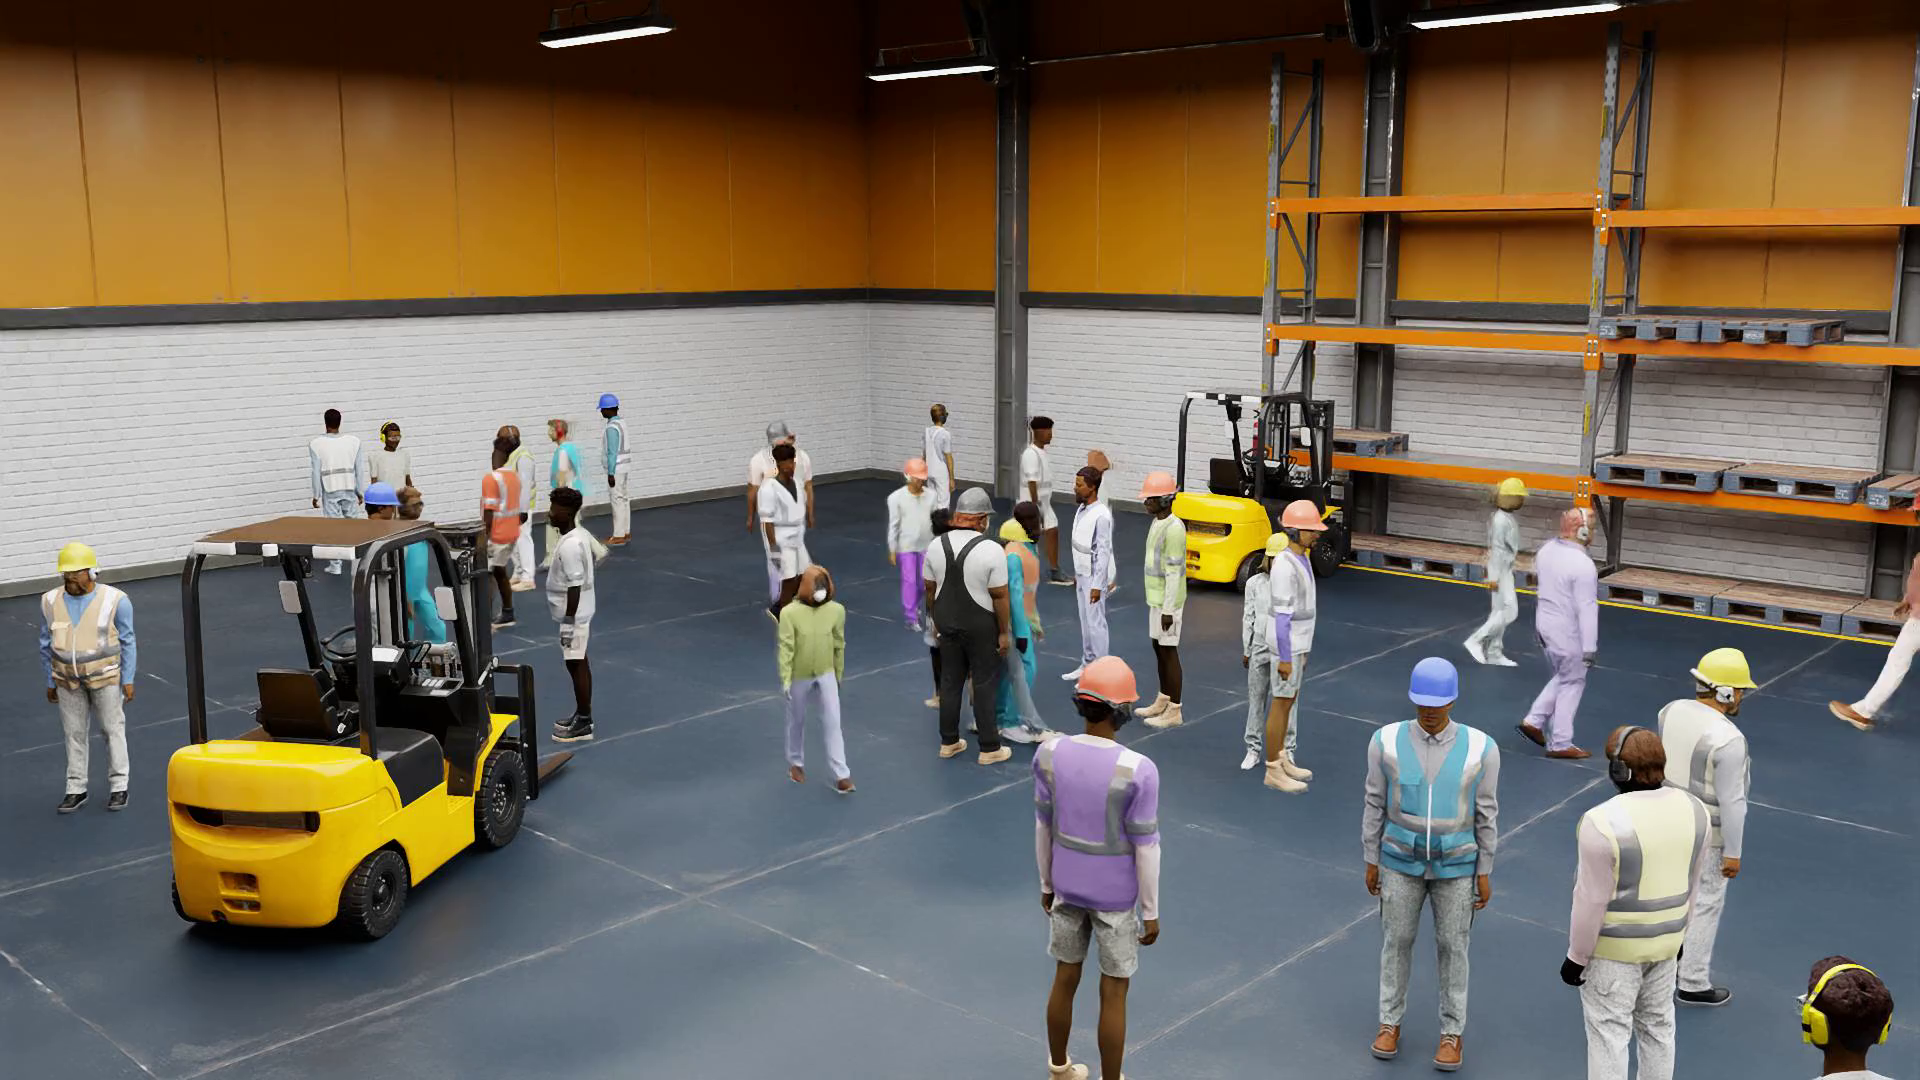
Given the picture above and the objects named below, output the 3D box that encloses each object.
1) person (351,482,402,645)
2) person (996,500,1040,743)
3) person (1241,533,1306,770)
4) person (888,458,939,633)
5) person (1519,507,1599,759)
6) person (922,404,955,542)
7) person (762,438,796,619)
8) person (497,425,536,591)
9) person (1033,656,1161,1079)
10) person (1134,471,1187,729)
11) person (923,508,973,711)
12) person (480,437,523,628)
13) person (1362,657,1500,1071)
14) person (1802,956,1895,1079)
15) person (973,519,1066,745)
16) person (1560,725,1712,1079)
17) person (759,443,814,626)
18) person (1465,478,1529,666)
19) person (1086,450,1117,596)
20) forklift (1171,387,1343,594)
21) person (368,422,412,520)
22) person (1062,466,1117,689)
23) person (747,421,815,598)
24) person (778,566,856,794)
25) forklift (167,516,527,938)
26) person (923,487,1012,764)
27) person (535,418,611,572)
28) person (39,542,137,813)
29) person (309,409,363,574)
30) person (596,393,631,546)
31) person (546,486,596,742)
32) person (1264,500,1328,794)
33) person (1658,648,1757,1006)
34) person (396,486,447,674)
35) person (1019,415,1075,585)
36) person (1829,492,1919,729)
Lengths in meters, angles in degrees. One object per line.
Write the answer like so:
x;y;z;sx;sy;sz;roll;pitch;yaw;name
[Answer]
-4.592;0.505;13.183;0.419;1.937;0.612;-9;13;-42;person
0.422;0.610;12.728;0.393;1.886;0.634;1;10;6;person
2.273;0.809;11.985;0.486;1.744;0.294;3;10;15;person
-0.455;0.038;16.397;0.585;1.733;0.437;-5;11;-28;person
4.493;0.689;12.255;0.431;1.888;0.665;-2;10;-9;person
-0.254;-0.775;20.714;0.345;1.847;0.506;-10;14;-44;person
-1.817;-0.115;16.940;0.390;1.850;0.564;0;10;1;person
-4.922;-0.363;18.421;0.429;1.832;0.637;-7;12;-36;person
0.609;1.502;7.216;0.610;2.034;0.398;7;12;36;person
1.576;0.469;13.110;0.403;2.035;0.604;-1;10;-6;person
-0.071;0.575;13.471;0.547;1.685;0.448;-10;14;-44;person
-4.568;-0.046;16.358;0.440;1.921;0.689;2;10;10;person
2.151;1.475;7.654;0.601;1.939;0.410;3;11;19;person
2.368;2.054;4.574;0.510;1.861;0.324;-2;10;-11;person
0.463;0.697;12.634;0.883;1.724;0.540;5;11;25;person
2.746;1.660;6.868;0.621;1.841;0.429;-4;11;-22;person
-1.674;0.023;15.919;0.454;1.937;0.648;6;11;29;person
4.869;0.295;14.940;0.398;1.733;0.487;4;11;23;person
1.453;-0.158;17.838;0.335;1.620;0.513;2;10;10;person
3.298;-0.608;18.767;1.214;2.155;2.313;9;13;42;forklift
-6.283;-0.379;18.432;0.509;1.860;0.334;-10;14;-44;person
1.129;0.319;14.276;0.391;1.919;0.587;-2;10;-13;person
-1.871;-0.313;17.527;0.701;2.000;0.713;-6;12;-31;person
-1.005;0.971;11.506;0.518;1.591;0.855;-4;11;-22;person
-3.583;0.976;9.748;1.214;2.155;2.313;2;10;11;forklift
0.105;0.613;12.252;0.688;2.000;0.536;7;12;33;person
-4.545;-0.515;19.343;0.888;1.814;0.586;-3;11;-18;person
-5.826;0.915;11.122;0.591;1.834;0.404;-1;10;-6;person
-7.212;-0.561;19.290;0.590;1.918;0.391;-8;12;-37;person
-4.391;-0.896;21.143;0.416;1.939;0.605;0;10;0;person
-2.986;0.563;12.766;0.364;1.965;0.636;-1;10;-8;person
2.335;0.728;11.591;0.397;2.043;0.610;4;11;21;person
3.699;1.424;8.287;0.403;1.817;0.601;-2;10;-10;person
-4.448;0.454;13.789;0.721;1.817;0.528;2;10;11;person
0.787;-0.444;18.613;0.962;1.931;0.613;4;11;23;person
7.376;0.555;12.841;0.989;1.938;0.625;9;13;42;person
